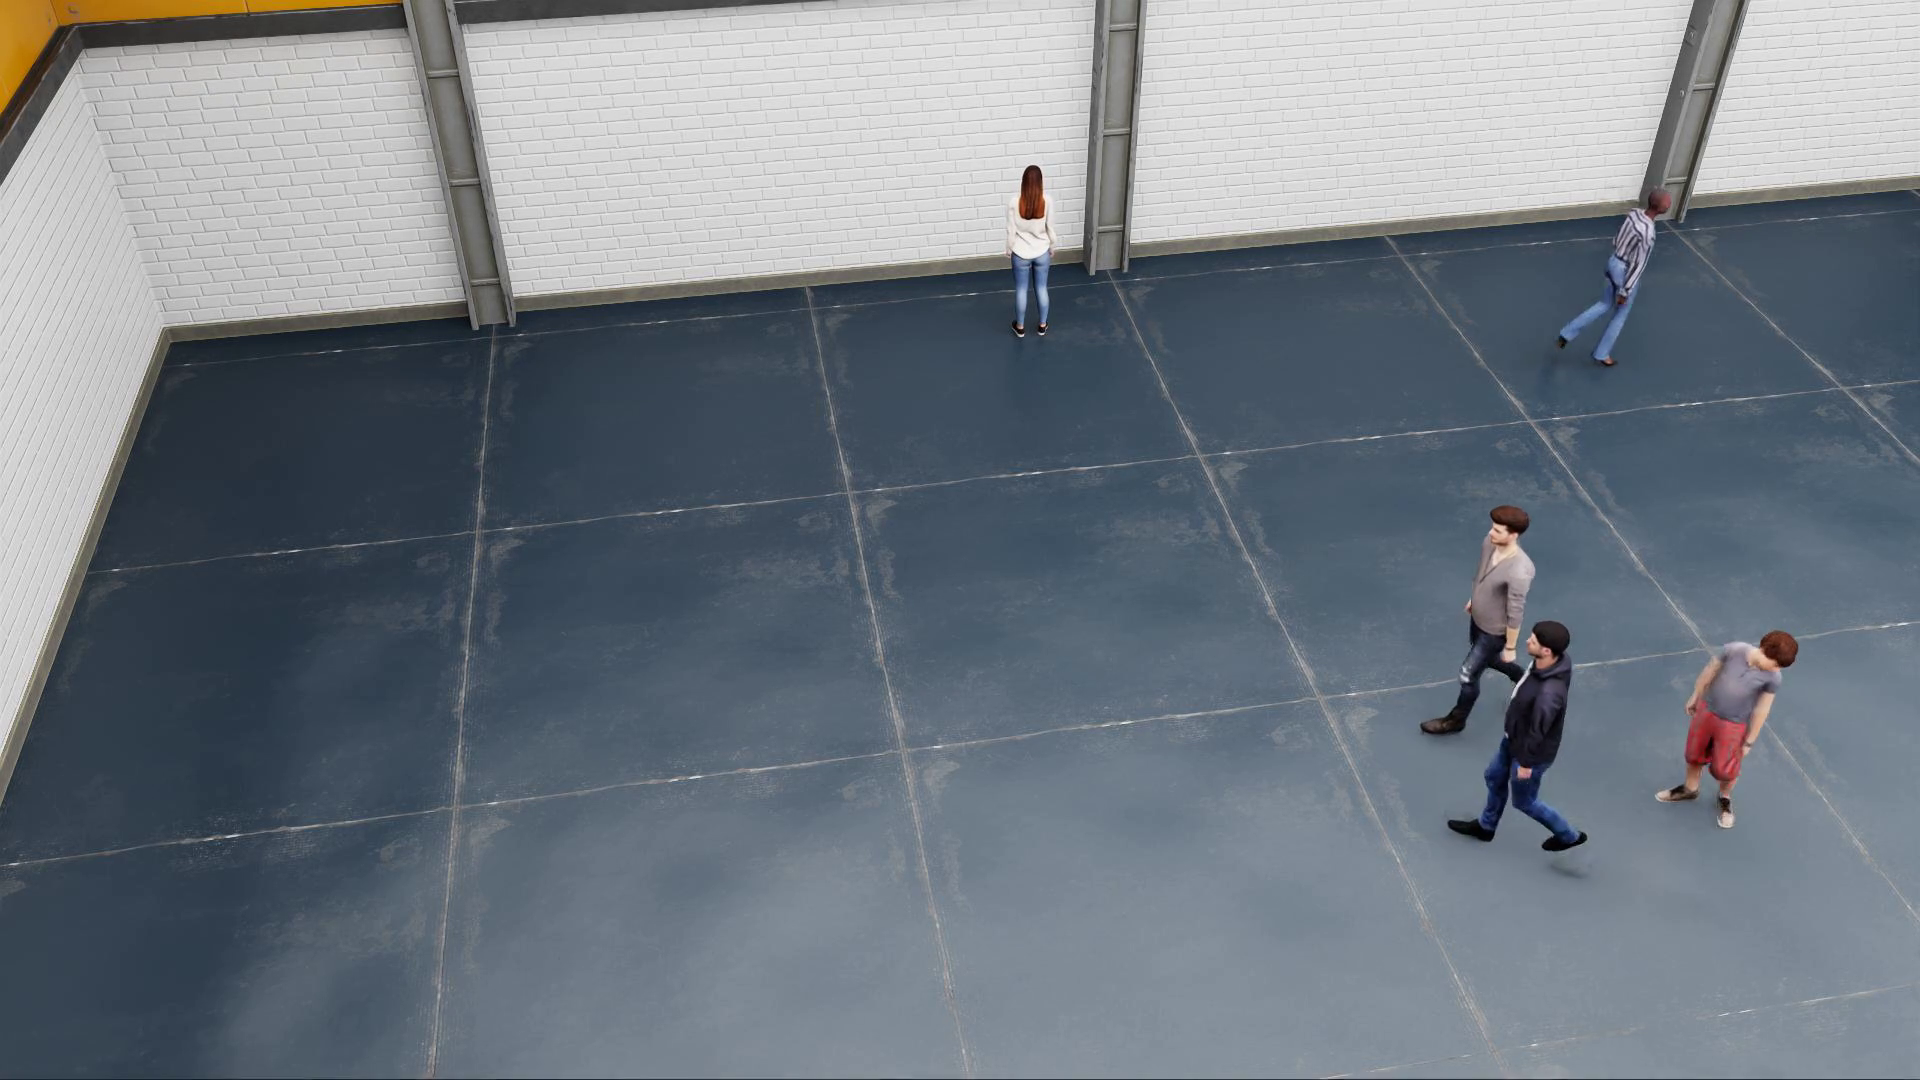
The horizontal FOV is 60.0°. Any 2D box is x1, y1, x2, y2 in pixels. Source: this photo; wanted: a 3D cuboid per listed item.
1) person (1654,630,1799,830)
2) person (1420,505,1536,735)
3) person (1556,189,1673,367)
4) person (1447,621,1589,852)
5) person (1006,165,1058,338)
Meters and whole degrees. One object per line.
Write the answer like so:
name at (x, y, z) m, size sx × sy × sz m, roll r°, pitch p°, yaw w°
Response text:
person at (4.828, 1.110, 10.562) m, size 0.753 × 1.623 × 0.772 m, roll -15°, pitch 41°, yaw -18°
person at (3.631, 0.553, 11.059) m, size 1.091 × 1.873 × 0.743 m, roll -8°, pitch 39°, yaw -10°
person at (5.775, -2.301, 14.722) m, size 0.878 × 1.762 × 0.696 m, roll -5°, pitch 39°, yaw -6°
person at (3.570, 1.273, 10.167) m, size 1.189 × 1.861 × 1.006 m, roll 16°, pitch 41°, yaw 19°
person at (0.650, -2.635, 15.197) m, size 0.517 × 1.691 × 0.696 m, roll -2°, pitch 39°, yaw -3°
